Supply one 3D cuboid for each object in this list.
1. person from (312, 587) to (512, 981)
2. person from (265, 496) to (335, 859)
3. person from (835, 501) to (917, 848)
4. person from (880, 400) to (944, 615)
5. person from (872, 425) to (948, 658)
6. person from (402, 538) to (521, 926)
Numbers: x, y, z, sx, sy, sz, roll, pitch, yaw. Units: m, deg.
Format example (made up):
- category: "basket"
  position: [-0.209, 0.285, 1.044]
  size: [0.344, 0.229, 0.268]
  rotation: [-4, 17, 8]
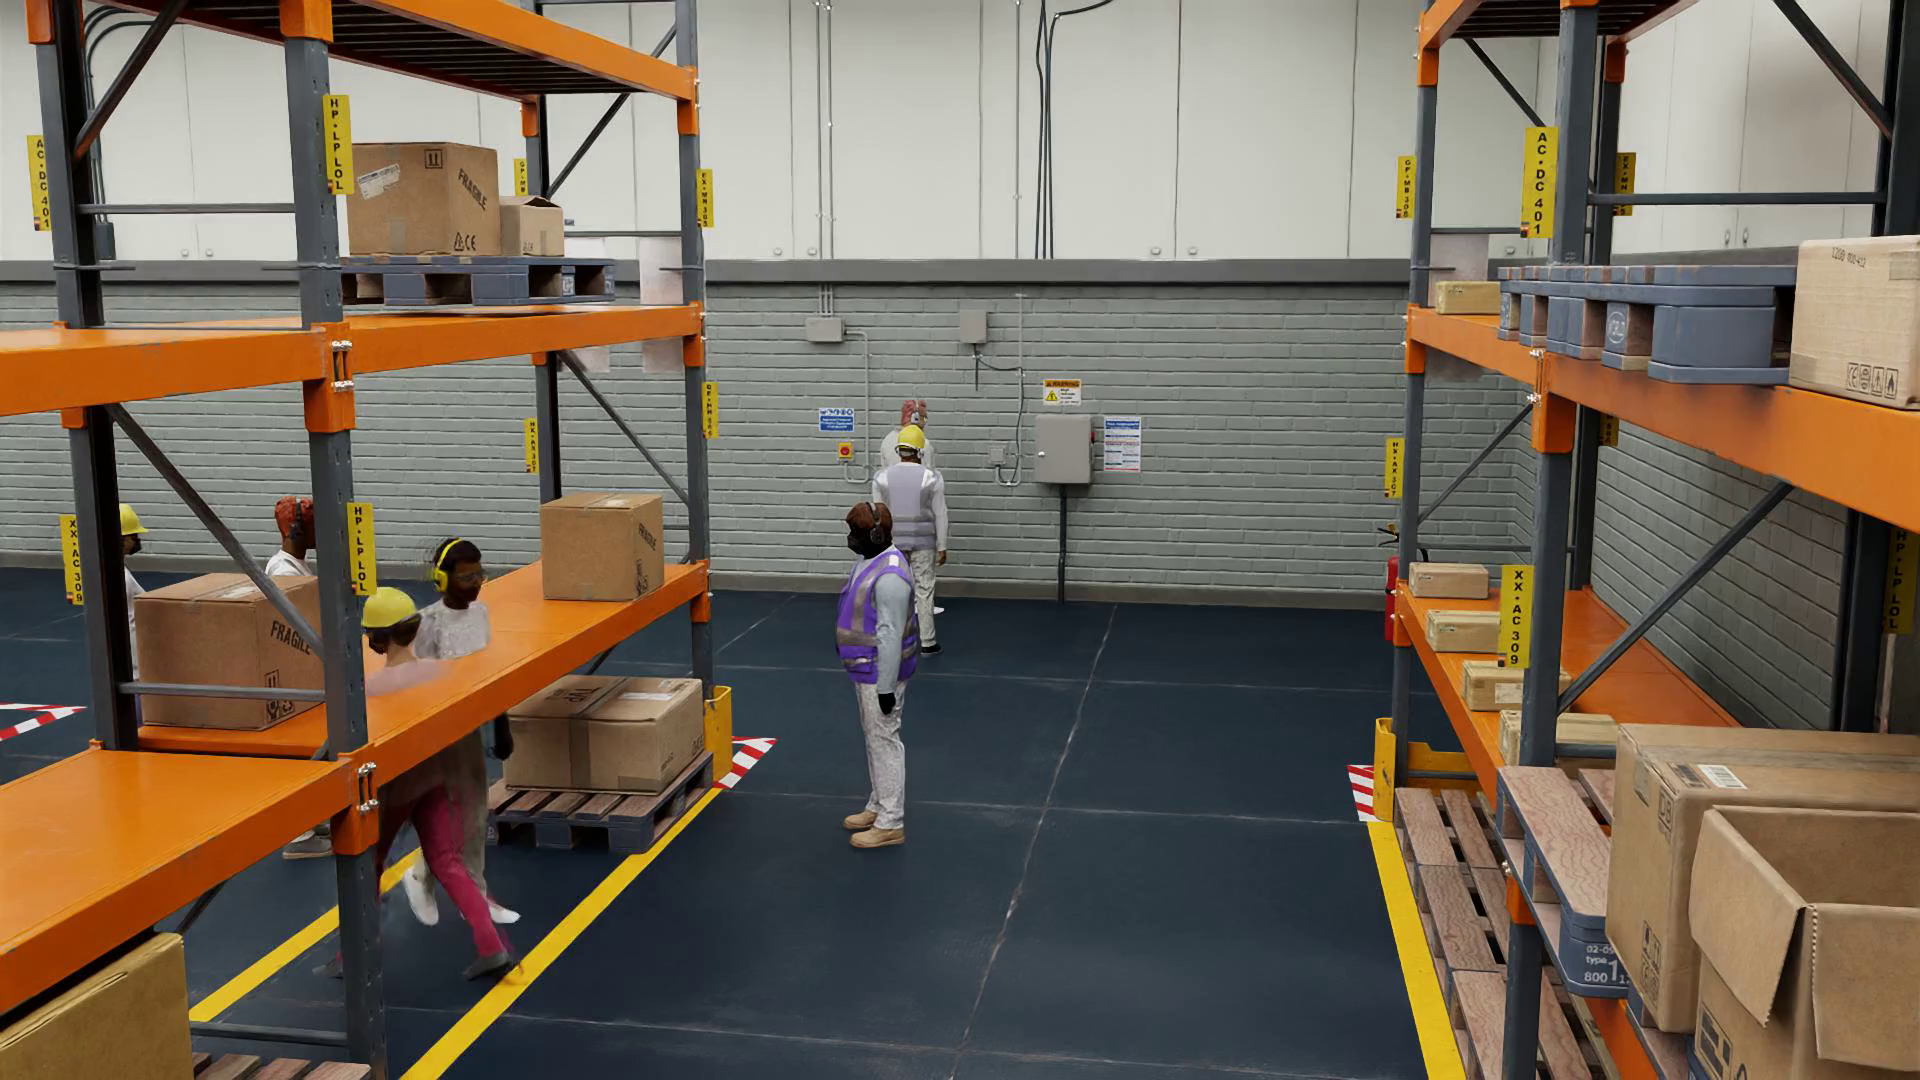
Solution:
- category: "person"
  position: [-2.327, 1.052, 7.023]
  size: [0.881, 1.732, 0.528]
  rotation: [4, 10, 23]
- category: "person"
  position: [-3.426, 0.708, 8.640]
  size: [0.359, 1.880, 0.575]
  rotation: [-3, 10, -20]
- category: "person"
  position: [-0.446, 0.702, 8.820]
  size: [0.429, 1.837, 0.625]
  rotation: [-2, 9, -12]
- category: "person"
  position: [-0.409, -0.289, 14.717]
  size: [0.406, 1.902, 0.636]
  rotation: [-7, 12, -39]
- category: "person"
  position: [-0.382, 0.012, 13.058]
  size: [0.600, 1.831, 0.404]
  rotation: [2, 9, 12]
- category: "person"
  position: [-2.290, 0.894, 7.615]
  size: [0.440, 1.848, 0.628]
  rotation: [3, 10, 17]
